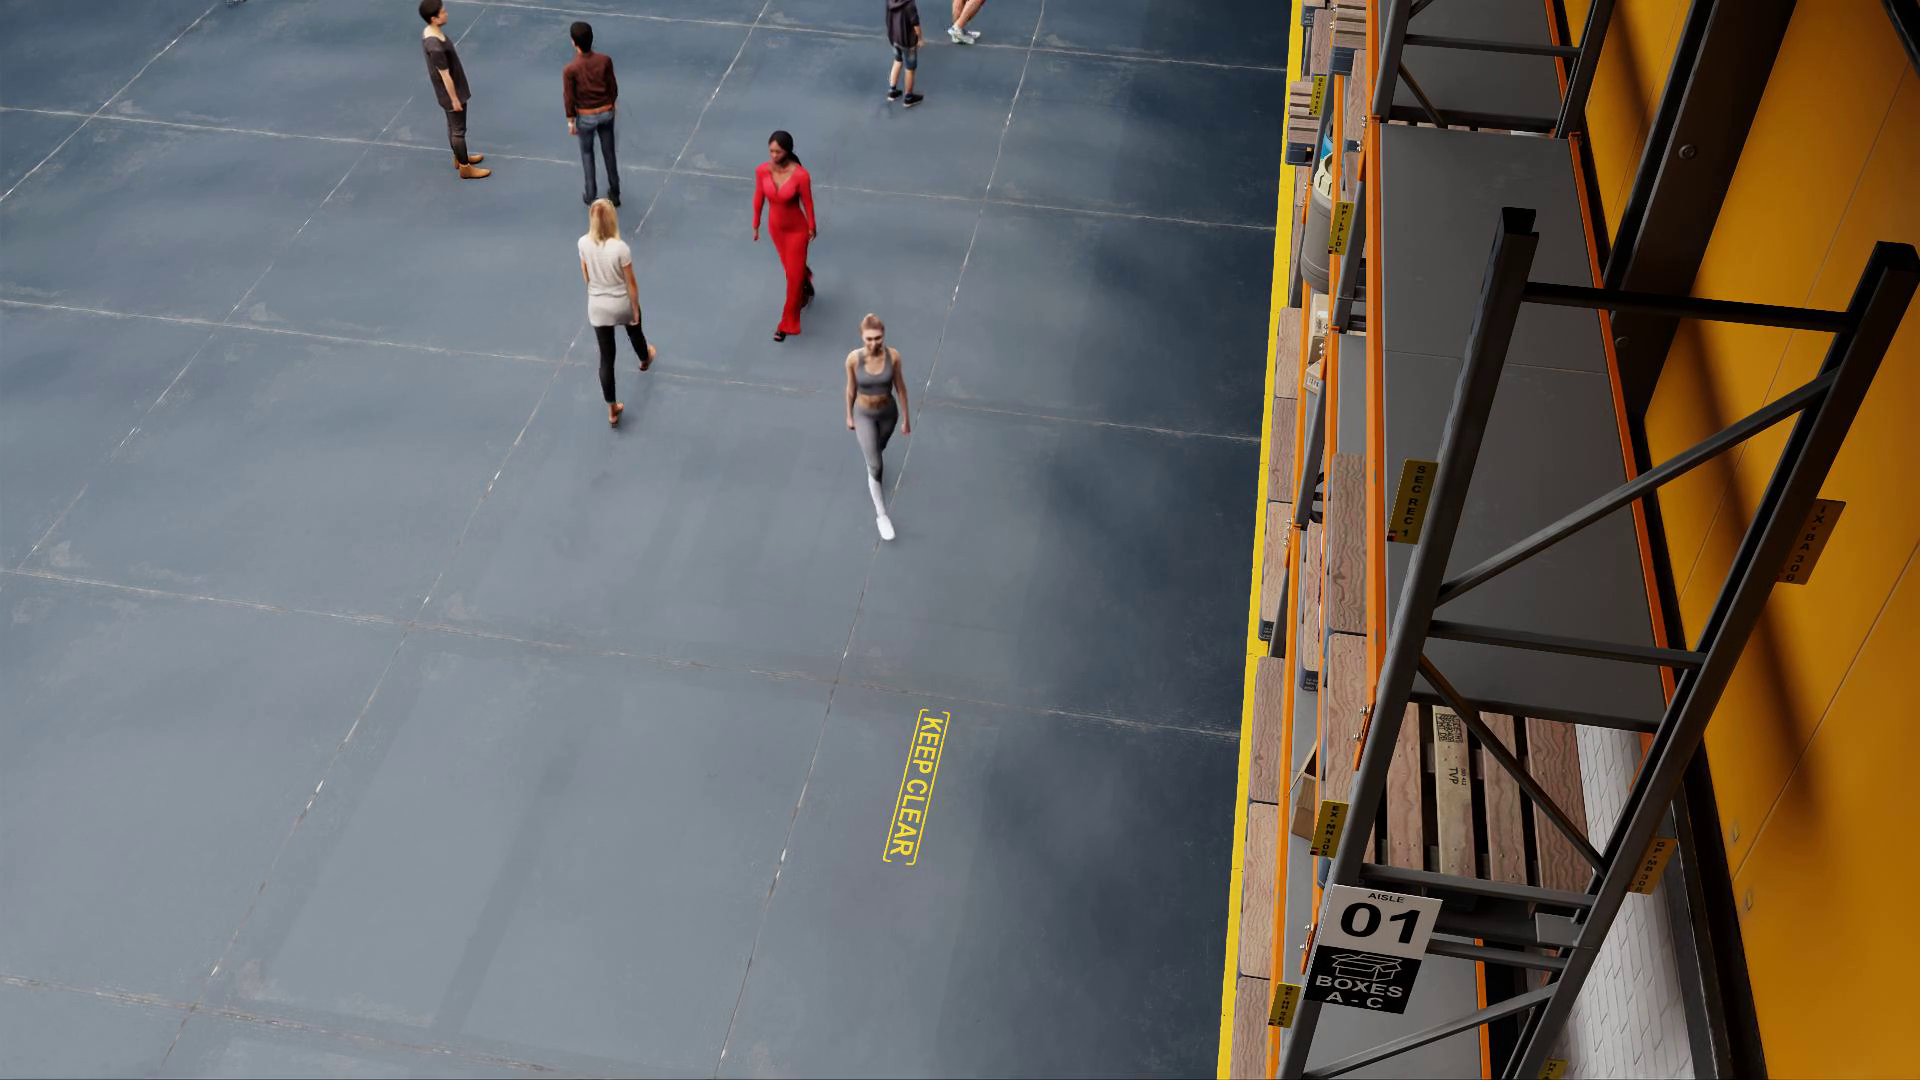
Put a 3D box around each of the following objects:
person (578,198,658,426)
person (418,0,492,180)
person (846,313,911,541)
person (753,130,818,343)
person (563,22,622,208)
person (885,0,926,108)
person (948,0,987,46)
[{"bbox_3d":[-2.649,-1.689,12.555,0.681,1.770,1.192,3,44,3],"label":"person"},{"bbox_3d":[-4.658,-4.120,15.145,0.770,1.717,0.672,-16,46,-16],"label":"person"},{"bbox_3d":[-0.604,-0.920,11.827,0.897,1.660,1.189,-9,44,-10],"label":"person"},{"bbox_3d":[-1.351,-2.533,13.476,0.771,1.732,1.196,14,45,14],"label":"person"},{"bbox_3d":[-3.191,-3.720,14.684,0.776,1.775,0.815,-21,47,-20],"label":"person"},{"bbox_3d":[-0.575,-4.875,16.134,0.721,1.446,0.670,-33,53,-30],"label":"person"},{"bbox_3d":[-0.033,-5.925,16.948,0.876,1.844,0.789,-13,45,-14],"label":"person"}]
